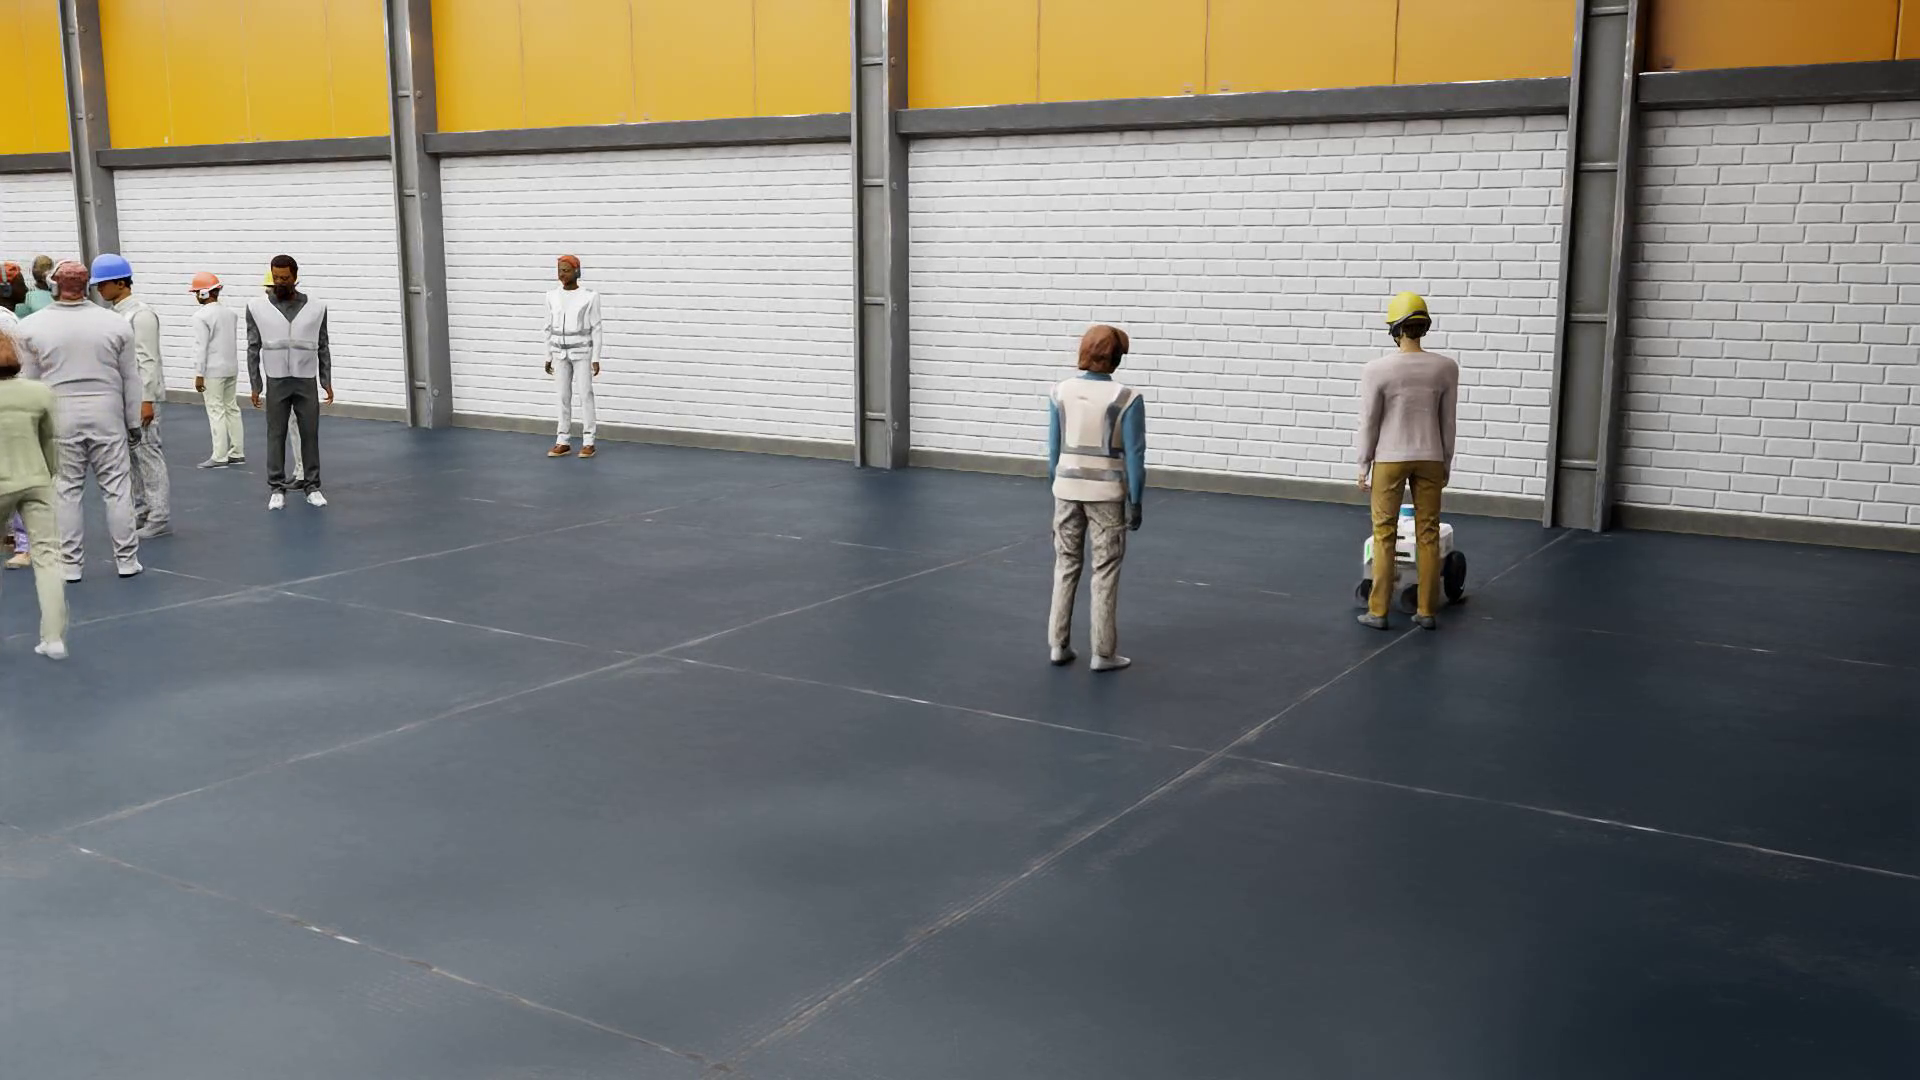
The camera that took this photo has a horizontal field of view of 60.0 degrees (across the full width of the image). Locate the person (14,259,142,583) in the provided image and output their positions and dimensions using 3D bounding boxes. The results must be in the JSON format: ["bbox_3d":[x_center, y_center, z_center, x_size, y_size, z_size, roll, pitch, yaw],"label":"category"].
[{"bbox_3d":[-5.205,-0.701,9.879,0.641,1.912,0.408,-6,12,-30],"label":"person"}]

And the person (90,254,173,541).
[{"bbox_3d":[-5.638,-0.967,11.309,0.617,1.932,0.419,8,13,38],"label":"person"}]

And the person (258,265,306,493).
[{"bbox_3d":[-5.406,-1.301,13.414,0.403,1.830,0.601,-4,11,-23],"label":"person"}]

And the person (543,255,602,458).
[{"bbox_3d":[-3.616,-1.703,15.509,0.572,1.883,0.356,2,11,13],"label":"person"}]

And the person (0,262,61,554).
[{"bbox_3d":[-6.117,-0.849,10.776,0.355,1.883,0.573,-9,13,-40],"label":"person"}]

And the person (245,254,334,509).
[{"bbox_3d":[-5.075,-1.197,12.616,0.596,1.912,0.372,-6,12,-29],"label":"person"}]

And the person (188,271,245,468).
[{"bbox_3d":[-6.664,-1.518,14.861,0.349,1.744,0.566,2,10,9],"label":"person"}]

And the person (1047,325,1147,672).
[{"bbox_3d":[0.636,-0.189,7.813,0.531,1.631,0.319,7,12,32],"label":"person"}]

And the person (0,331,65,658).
[{"bbox_3d":[-4.681,-0.233,8.147,0.804,1.598,0.512,8,13,37],"label":"person"}]

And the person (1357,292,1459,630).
[{"bbox_3d":[2.307,-0.400,8.640,0.524,1.761,0.339,-1,10,-5],"label":"person"}]

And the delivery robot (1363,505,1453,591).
[{"bbox_3d":[2.492,0.048,9.225,0.477,0.478,0.707,6,12,28],"label":"delivery robot"}]

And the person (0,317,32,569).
[{"bbox_3d":[-5.979,-0.726,10.231,0.504,1.839,0.342,0,10,0],"label":"person"}]
